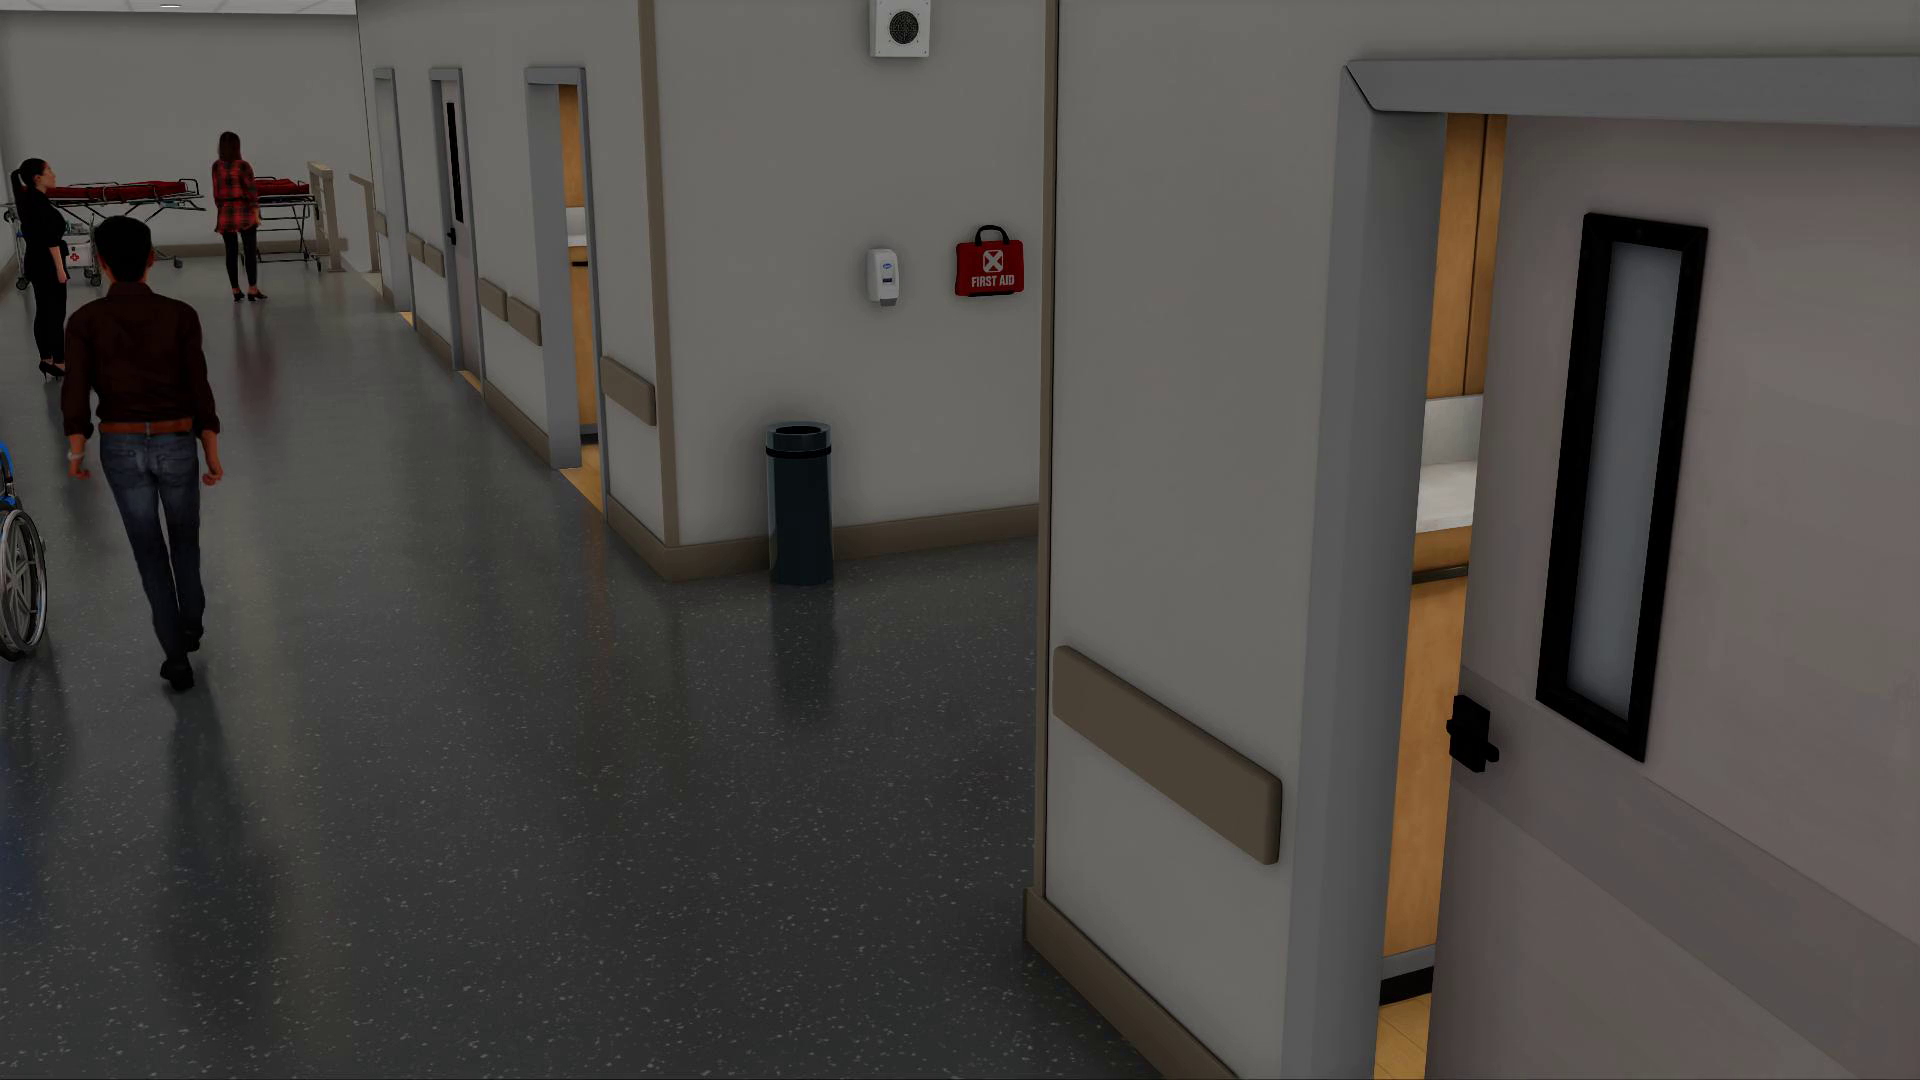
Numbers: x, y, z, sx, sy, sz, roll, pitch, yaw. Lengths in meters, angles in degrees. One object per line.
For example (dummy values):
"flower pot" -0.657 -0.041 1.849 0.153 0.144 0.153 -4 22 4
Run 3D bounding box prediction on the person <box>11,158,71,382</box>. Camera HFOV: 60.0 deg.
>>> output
"person" -6.952 -2.054 12.644 0.612 1.660 0.739 14 21 40

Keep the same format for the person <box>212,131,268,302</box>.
"person" -7.407 -3.316 17.041 0.707 1.704 0.725 1 16 2

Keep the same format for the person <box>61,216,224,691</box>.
"person" -3.017 -0.294 6.220 0.738 1.759 0.900 -10 19 -32
